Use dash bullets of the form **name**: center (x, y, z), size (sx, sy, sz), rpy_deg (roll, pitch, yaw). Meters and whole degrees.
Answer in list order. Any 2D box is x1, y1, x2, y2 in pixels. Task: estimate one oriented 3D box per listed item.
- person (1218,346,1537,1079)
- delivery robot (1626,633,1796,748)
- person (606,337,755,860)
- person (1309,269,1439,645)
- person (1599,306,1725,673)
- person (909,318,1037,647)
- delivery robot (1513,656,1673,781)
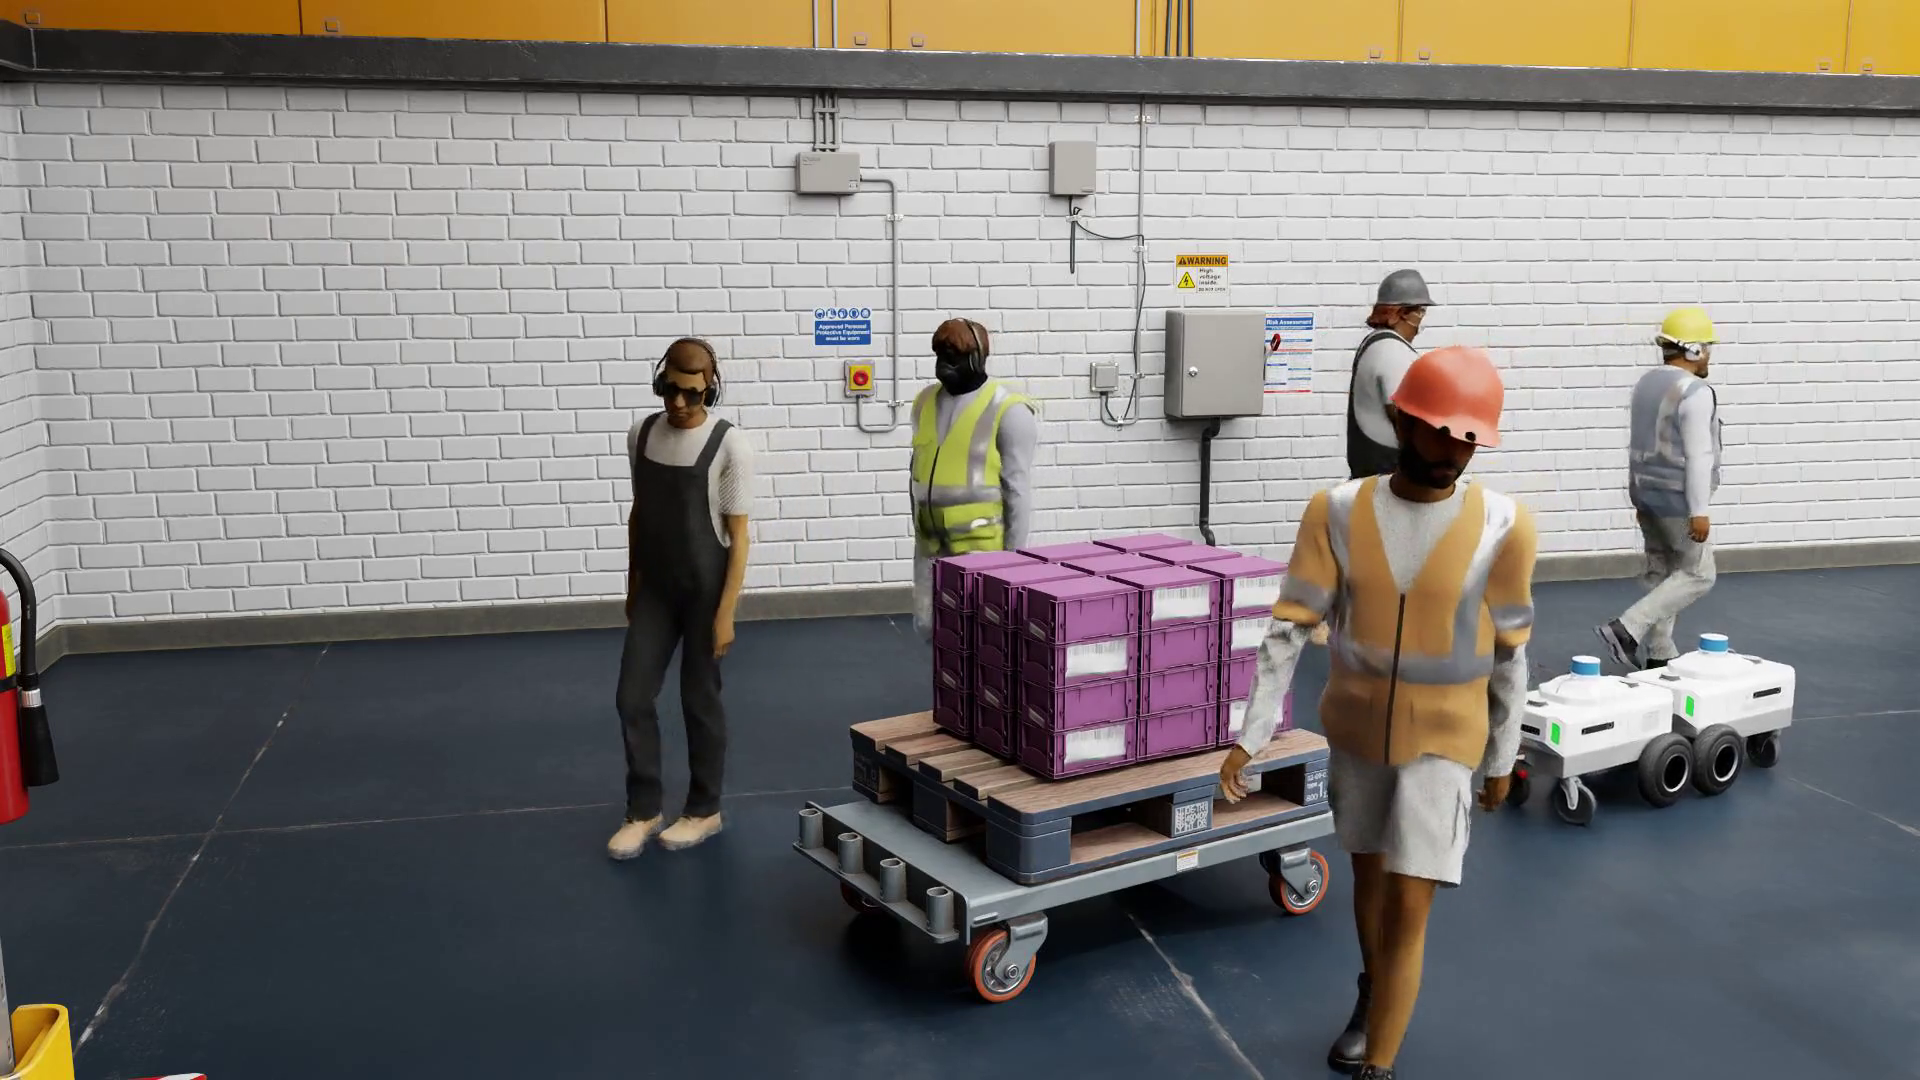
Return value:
- **person**: center (0.973, 0.488, 3.935), size (0.657, 1.876, 0.975), rpy_deg (5, 11, 27)
- **delivery robot**: center (3.005, 0.618, 6.662), size (0.707, 0.478, 0.477), rpy_deg (-6, 12, -30)
- **person**: center (-0.996, 0.219, 5.666), size (0.589, 1.806, 0.617), rpy_deg (5, 11, 26)
- **person**: center (2.220, -0.451, 8.728), size (1.030, 2.000, 0.682), rpy_deg (2, 10, 10)
- **person**: center (3.386, -0.208, 7.993), size (0.507, 1.818, 0.613), rpy_deg (-1, 10, -5)
- **person**: center (0.057, -0.009, 6.893), size (0.634, 1.826, 0.632), rpy_deg (9, 13, 40)
- **delivery robot**: center (2.358, 0.683, 6.304), size (0.707, 0.478, 0.477), rpy_deg (-6, 12, -30)
